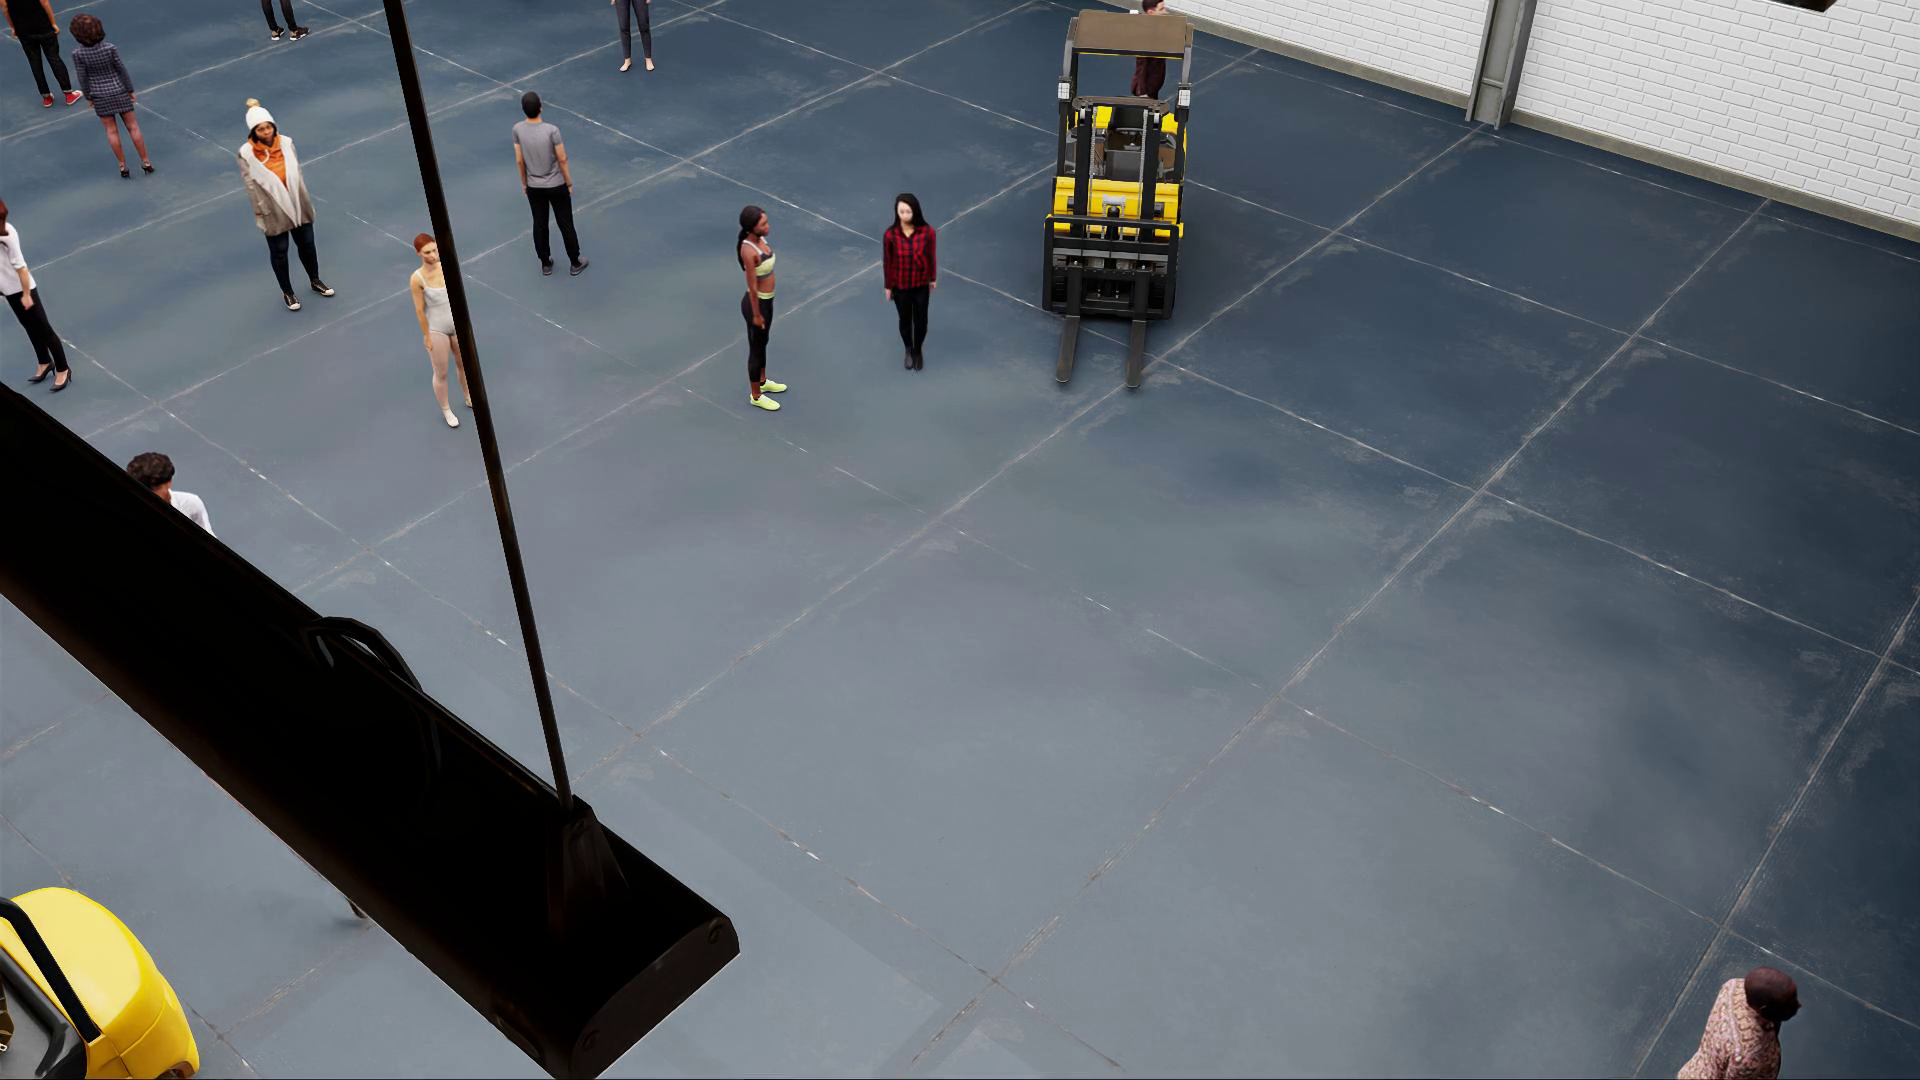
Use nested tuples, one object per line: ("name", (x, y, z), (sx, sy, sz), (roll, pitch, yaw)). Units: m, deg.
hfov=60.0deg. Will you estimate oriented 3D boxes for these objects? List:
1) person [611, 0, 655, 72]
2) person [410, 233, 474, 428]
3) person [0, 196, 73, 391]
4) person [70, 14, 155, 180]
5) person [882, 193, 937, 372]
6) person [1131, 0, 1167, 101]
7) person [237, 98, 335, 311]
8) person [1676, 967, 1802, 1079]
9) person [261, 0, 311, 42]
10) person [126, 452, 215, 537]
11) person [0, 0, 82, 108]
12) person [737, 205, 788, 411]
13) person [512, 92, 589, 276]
("person", (-3.729, -6.204, 18.796), (0.679, 1.768, 0.738), (-3, 39, -4))
("person", (-4.111, -1.693, 13.247), (0.470, 1.644, 0.544), (29, 47, 31))
("person", (-7.671, -2.048, 13.570), (0.489, 1.795, 0.687), (22, 44, 25))
("person", (-8.490, -4.428, 16.626), (0.690, 1.701, 0.681), (-17, 42, -21))
("person", (-0.424, -2.185, 13.863), (0.701, 1.645, 0.763), (-3, 39, -3))
("person", (1.871, -4.563, 16.663), (0.745, 1.866, 0.766), (11, 40, 13))
("person", (-5.985, -2.970, 14.649), (0.656, 1.890, 0.684), (30, 48, 32))
("person", (3.512, 2.593, 7.748), (0.750, 1.808, 0.771), (9, 40, 12))
("person", (-8.122, -6.787, 19.460), (0.699, 1.851, 0.813), (5, 39, 7))
("person", (-5.001, 0.205, 10.738), (0.722, 1.810, 0.732), (-15, 41, -18))
("person", (-10.044, -5.575, 18.016), (0.725, 1.758, 0.757), (-8, 39, -10))
("person", (-1.633, -1.889, 13.404), (0.662, 1.754, 0.641), (5, 39, 6))
("person", (-3.750, -3.227, 15.079), (0.678, 1.755, 0.765), (2, 39, 2))
